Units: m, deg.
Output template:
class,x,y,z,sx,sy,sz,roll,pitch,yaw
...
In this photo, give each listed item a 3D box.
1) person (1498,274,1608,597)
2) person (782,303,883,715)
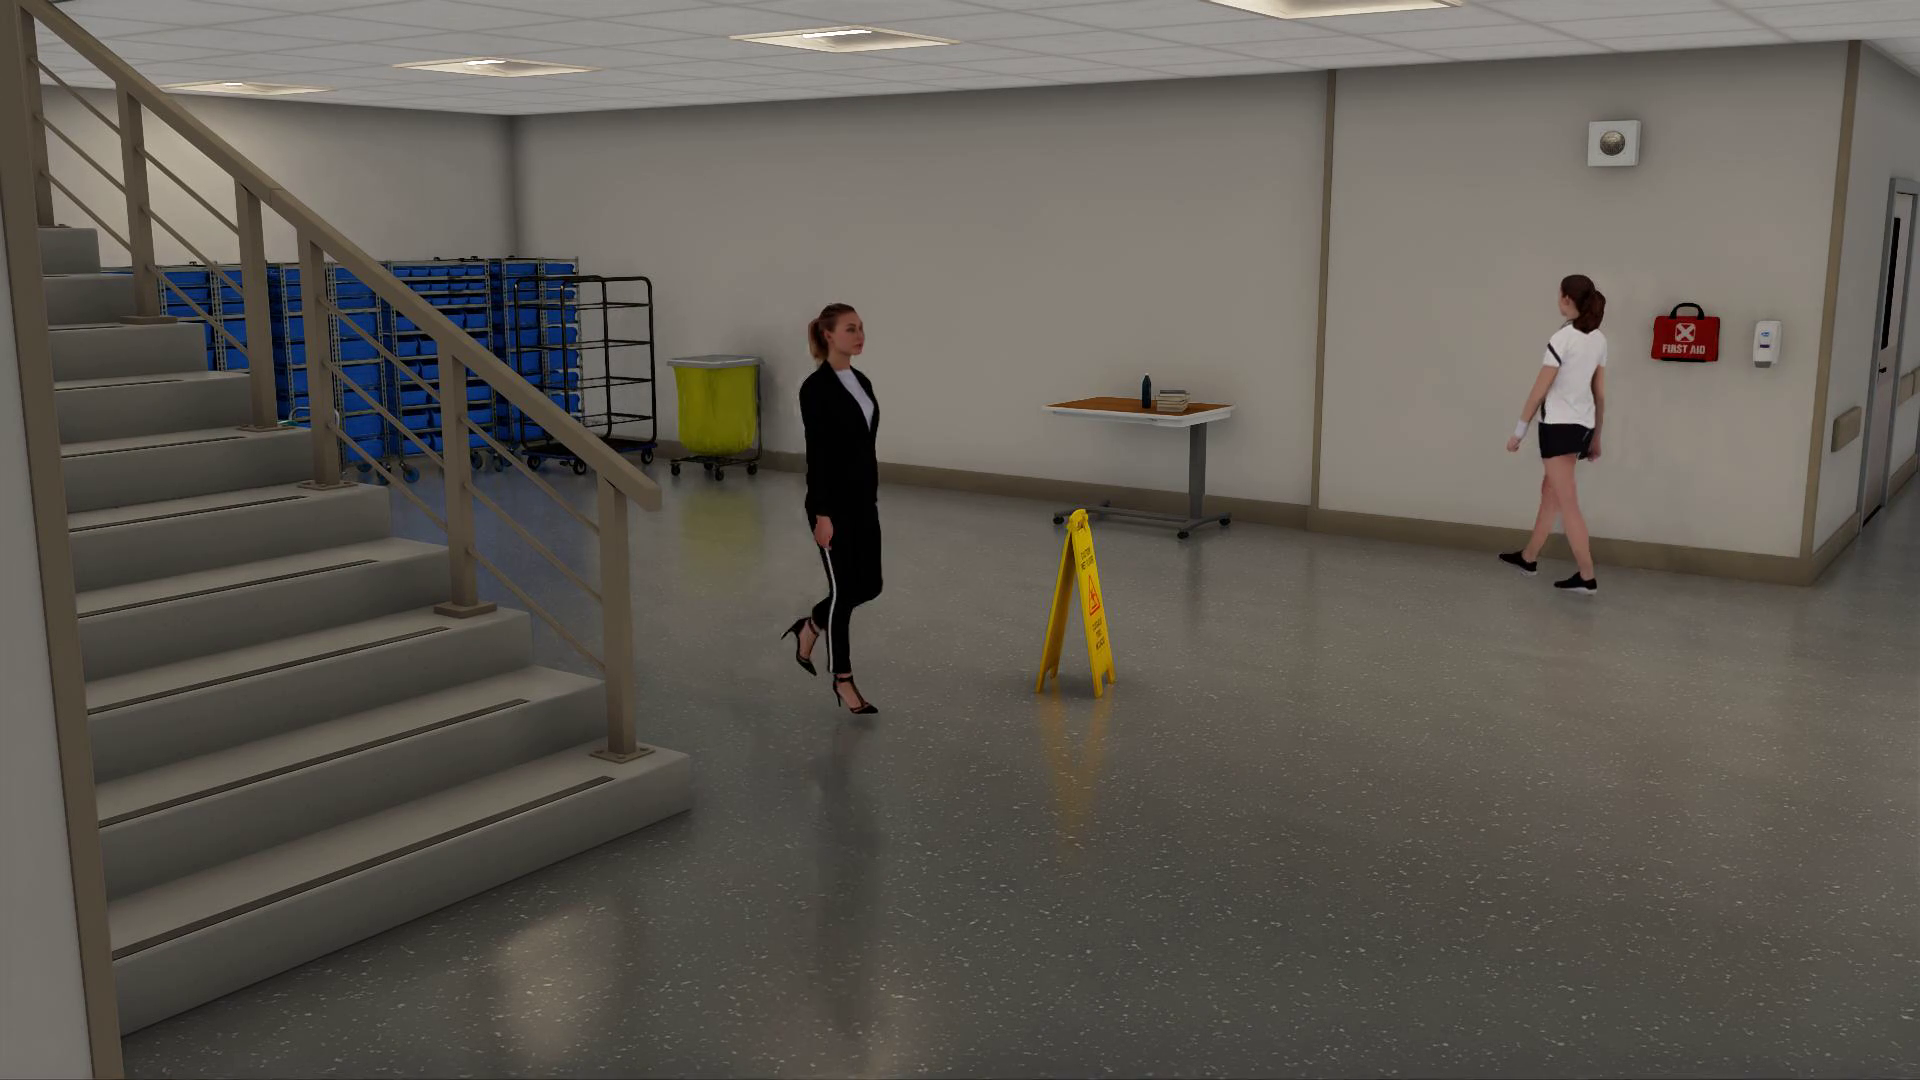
class,x,y,z,sx,sy,sz,roll,pitch,yaw
person,3.335,-0.537,9.034,0.835,1.713,1.086,-6,12,-30
person,-0.547,-0.115,6.864,0.739,1.693,0.603,7,13,34
